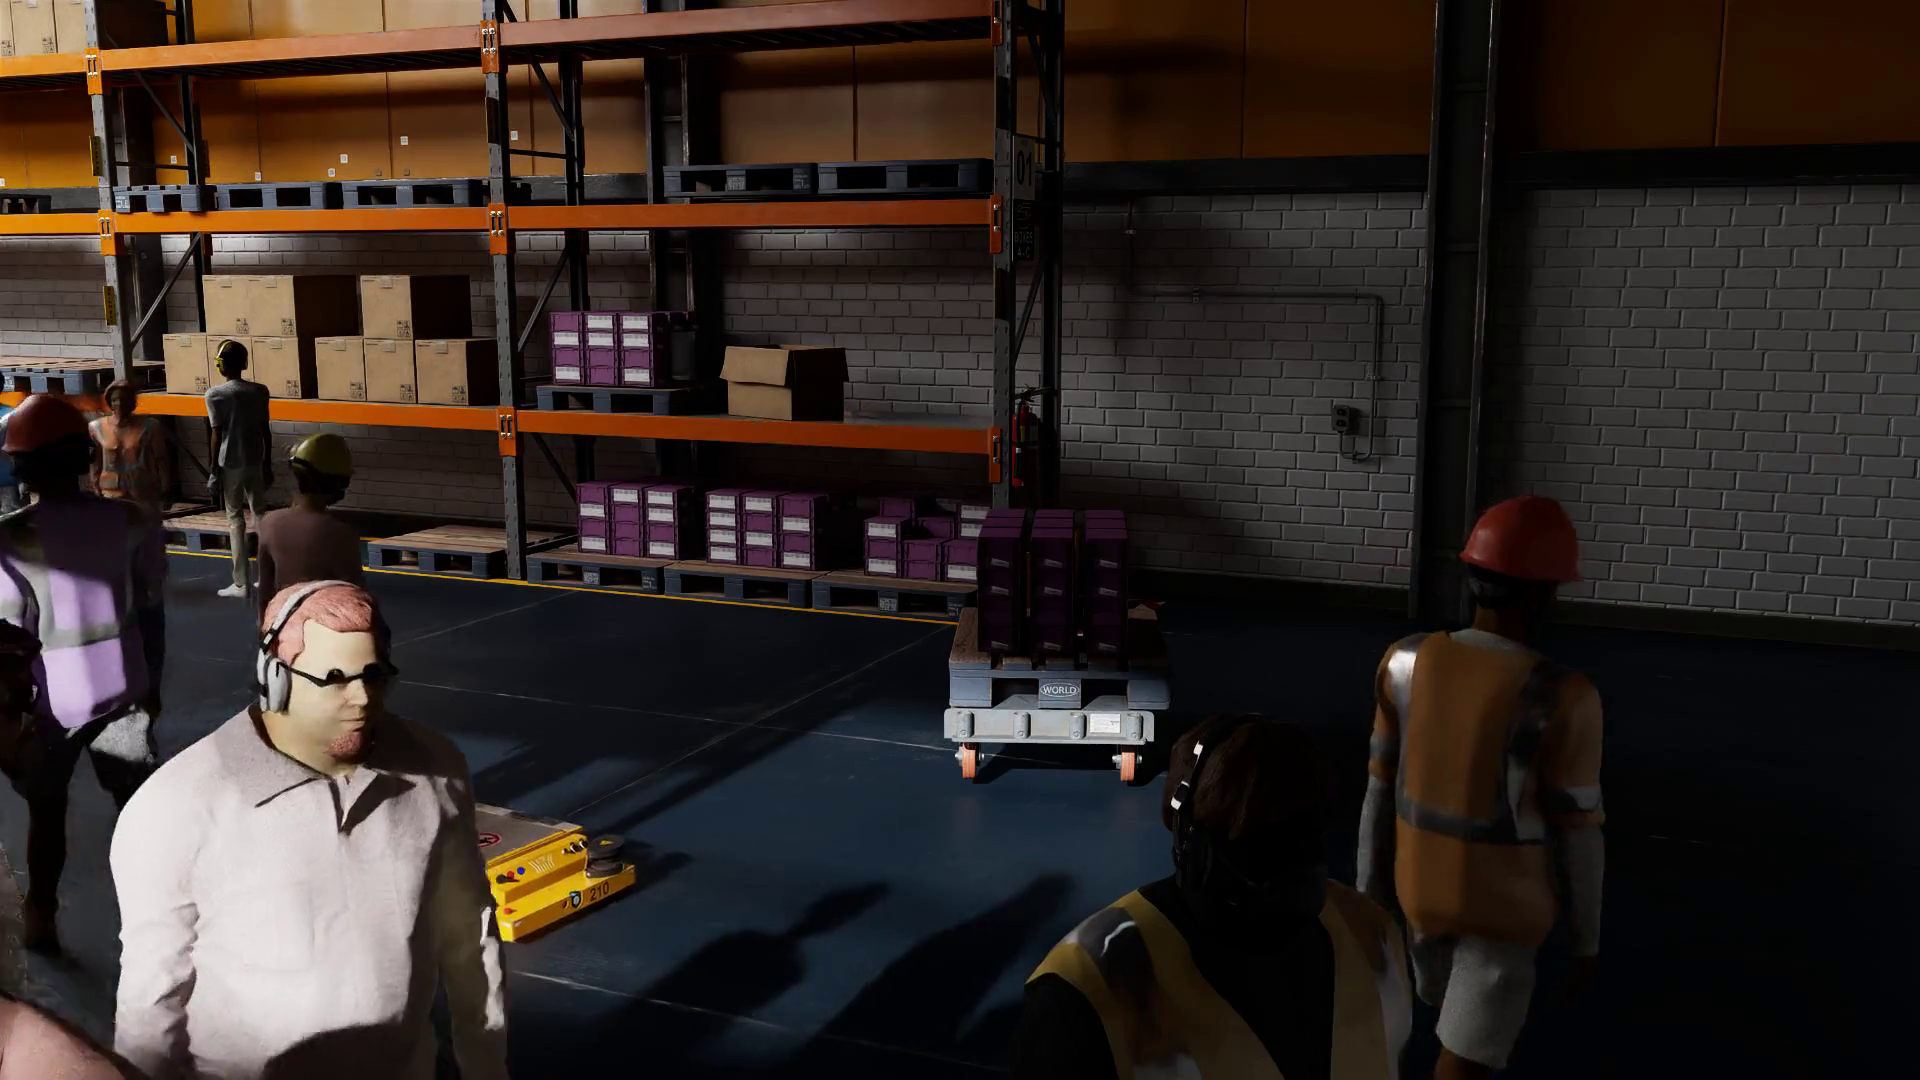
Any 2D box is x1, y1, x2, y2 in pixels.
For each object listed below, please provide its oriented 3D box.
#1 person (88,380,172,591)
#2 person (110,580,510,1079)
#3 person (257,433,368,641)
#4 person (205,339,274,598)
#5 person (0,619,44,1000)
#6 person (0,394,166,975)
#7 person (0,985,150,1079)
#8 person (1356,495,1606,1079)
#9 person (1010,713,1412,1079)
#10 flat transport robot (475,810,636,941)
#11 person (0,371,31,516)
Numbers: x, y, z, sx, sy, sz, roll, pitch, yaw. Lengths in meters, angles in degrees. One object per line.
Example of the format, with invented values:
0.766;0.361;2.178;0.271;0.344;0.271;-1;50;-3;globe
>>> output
-5.872;-0.342;11.833;0.526;1.614;0.762;-3;10;-16;person
-1.071;1.003;2.935;0.719;1.878;0.650;8;12;40;person
-2.565;0.439;6.706;0.541;1.742;0.444;5;11;28;person
-5.224;-0.517;12.071;0.328;1.876;0.509;6;11;32;person
-1.833;1.028;3.039;0.486;1.809;0.998;7;12;35;person
-2.992;0.502;5.633;1.037;1.987;0.629;7;12;36;person
-1.157;1.190;1.964;0.722;1.841;0.968;1;10;5;person
1.290;0.830;3.954;0.982;1.884;0.550;-8;13;-41;person
0.378;1.133;2.283;0.626;1.844;0.429;-6;11;-31;person
-2.023;1.219;6.460;1.431;0.197;0.652;6;11;30;flat transport robot
-6.938;-0.419;11.999;0.536;1.699;0.322;1;10;9;person
